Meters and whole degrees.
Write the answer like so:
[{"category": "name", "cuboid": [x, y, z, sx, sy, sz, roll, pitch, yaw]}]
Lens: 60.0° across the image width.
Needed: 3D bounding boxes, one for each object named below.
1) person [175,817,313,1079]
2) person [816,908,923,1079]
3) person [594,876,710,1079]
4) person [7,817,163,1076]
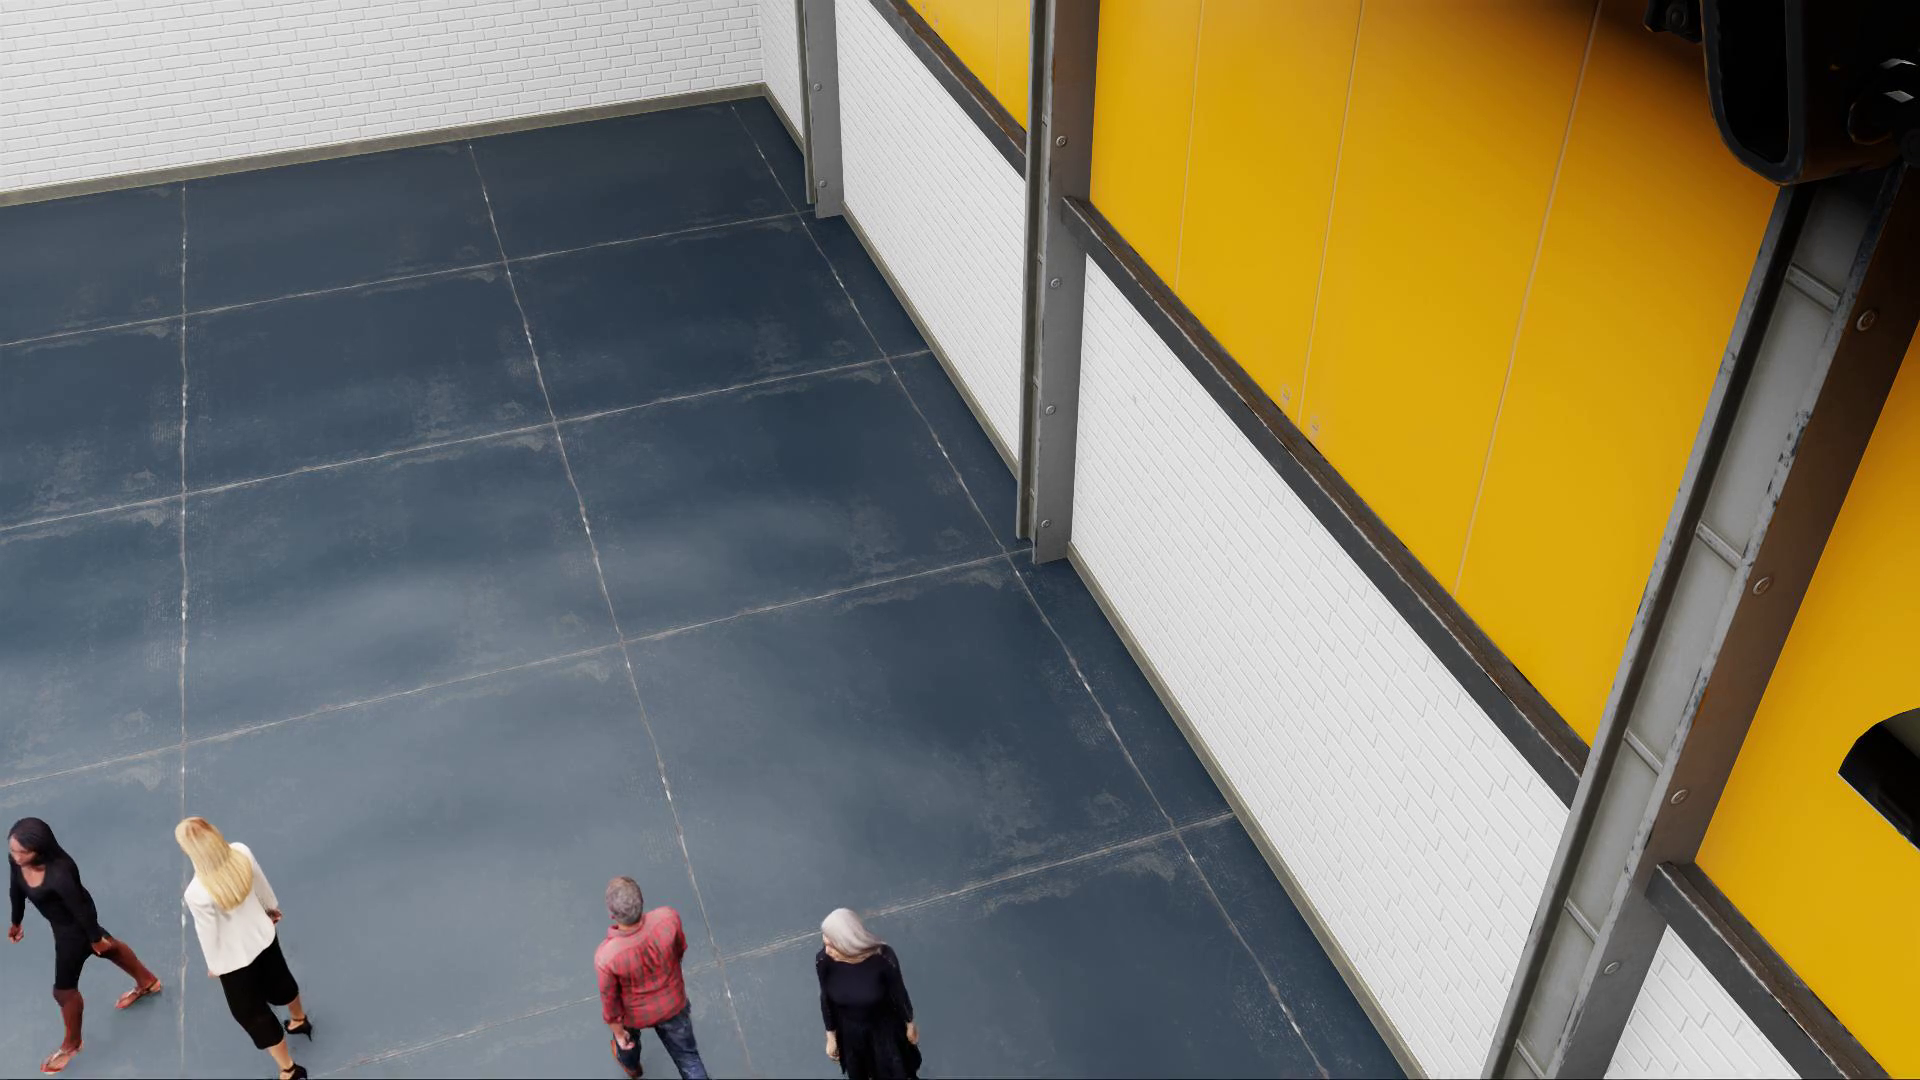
[{"category": "person", "cuboid": [-3.792, 2.162, 8.853, 0.930, 1.850, 0.839, 11, 40, 13]}, {"category": "person", "cuboid": [-0.453, 2.512, 8.529, 0.816, 1.708, 0.845, -2, 39, -3]}, {"category": "person", "cuboid": [-1.539, 2.439, 8.557, 0.866, 1.786, 1.286, -22, 43, -25]}, {"category": "person", "cuboid": [-4.768, 2.062, 9.105, 1.054, 1.691, 1.034, 30, 47, 32]}]
